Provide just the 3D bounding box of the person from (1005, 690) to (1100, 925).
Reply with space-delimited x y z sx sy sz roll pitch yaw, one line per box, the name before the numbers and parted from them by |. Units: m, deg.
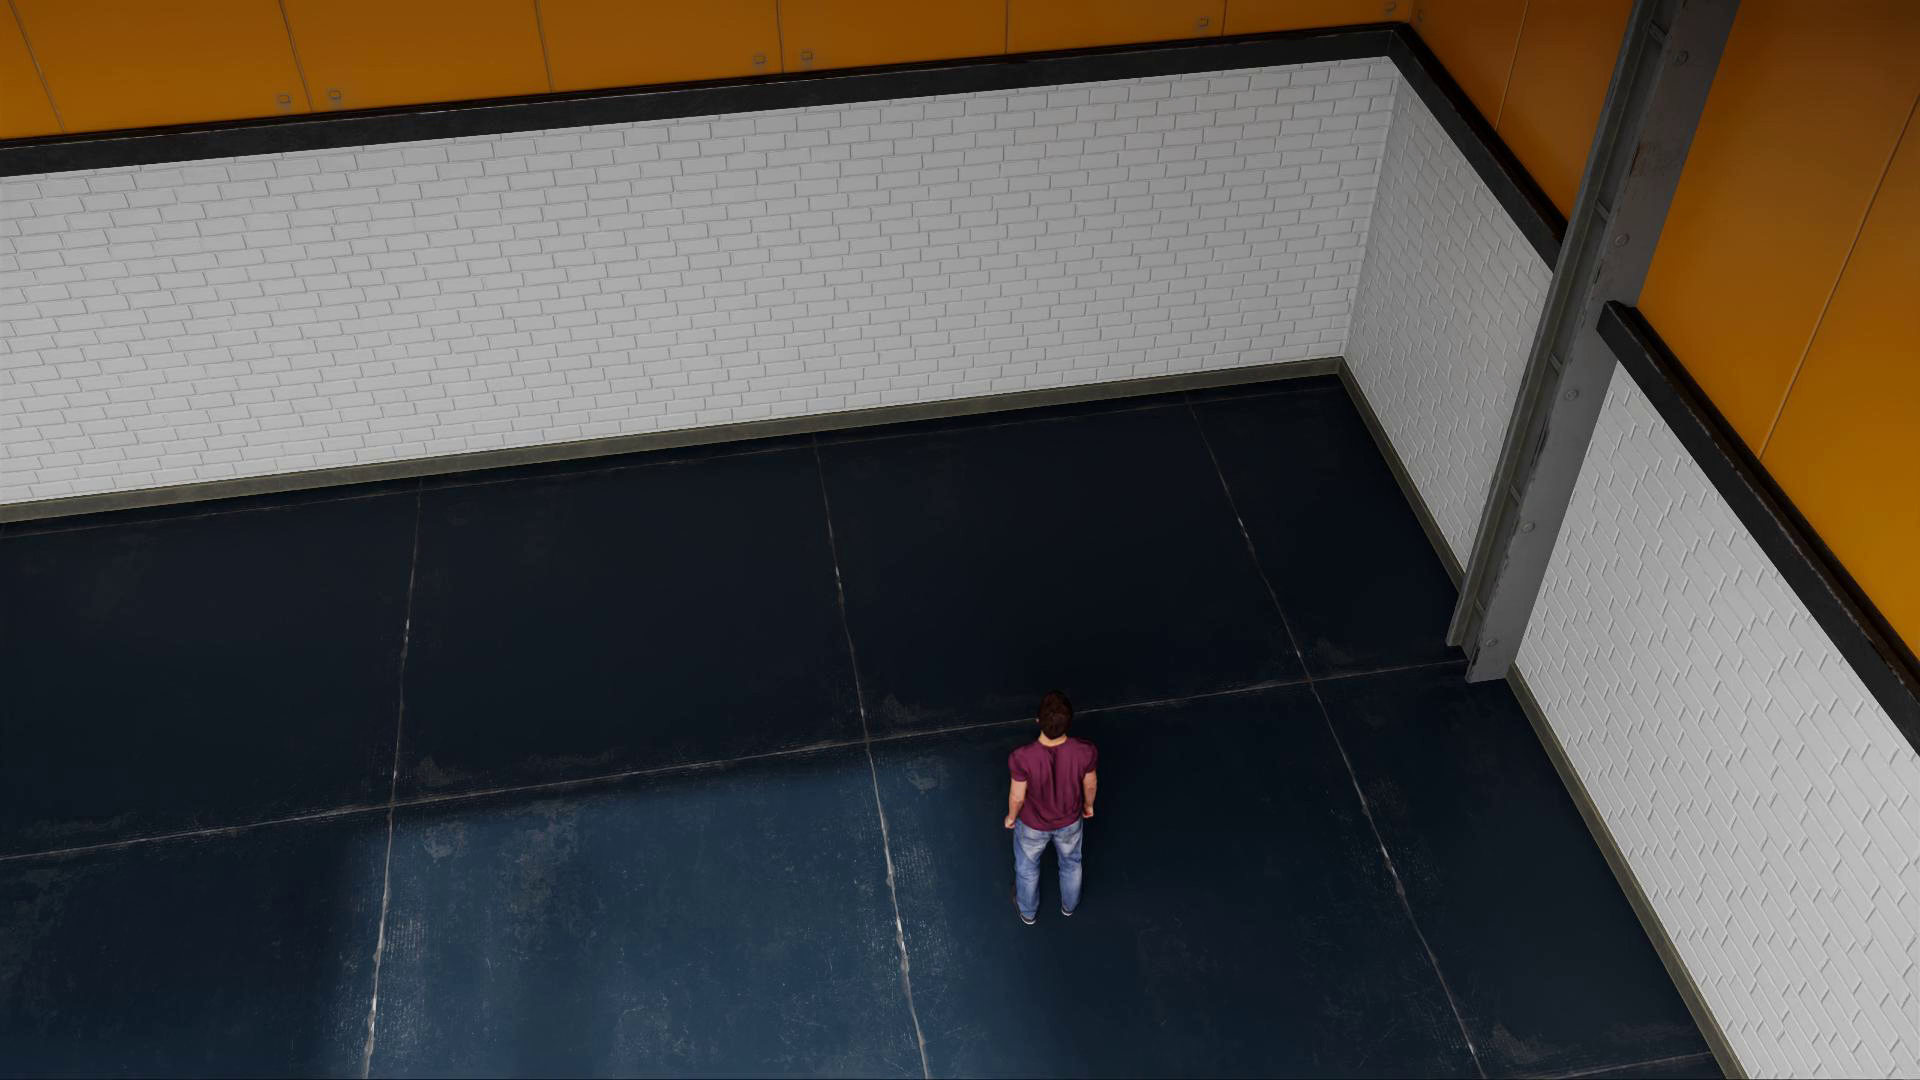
person | 0.502 1.501 9.230 0.645 1.855 0.530 -7 44 -7
